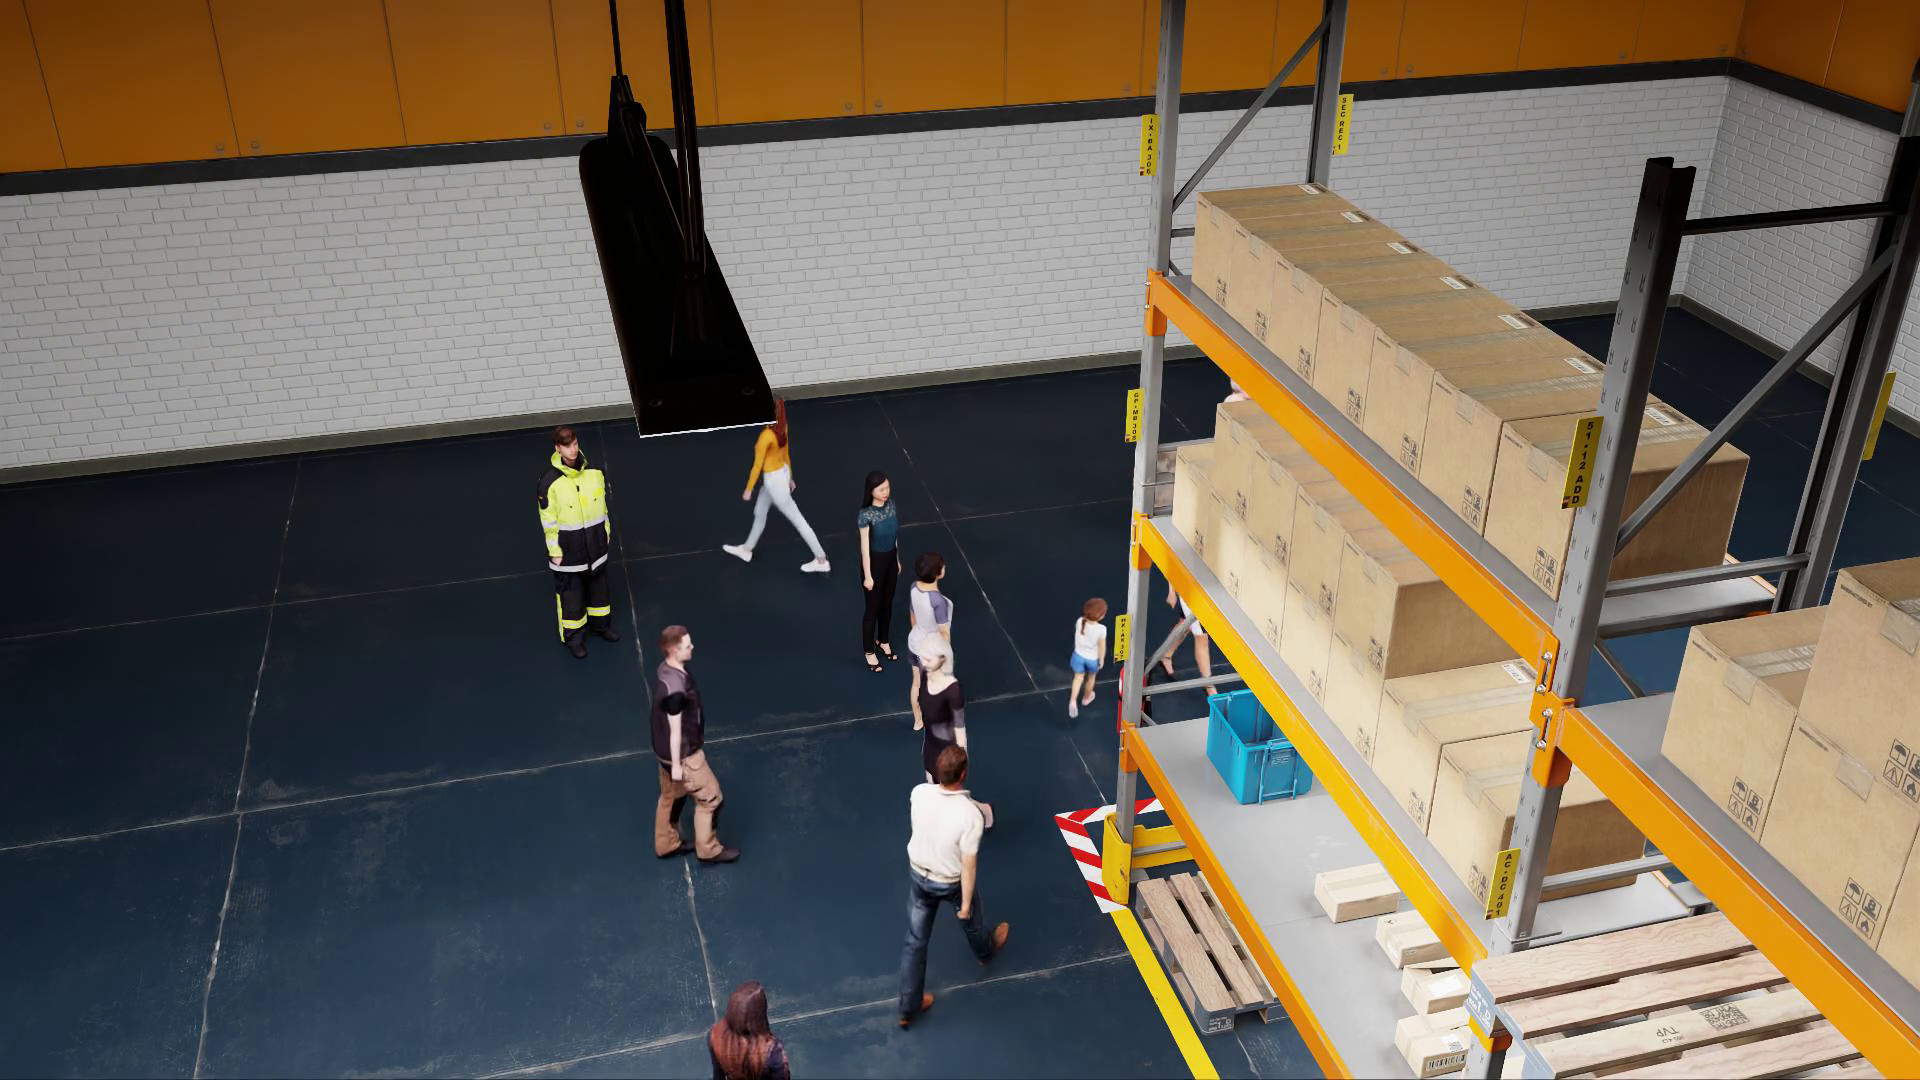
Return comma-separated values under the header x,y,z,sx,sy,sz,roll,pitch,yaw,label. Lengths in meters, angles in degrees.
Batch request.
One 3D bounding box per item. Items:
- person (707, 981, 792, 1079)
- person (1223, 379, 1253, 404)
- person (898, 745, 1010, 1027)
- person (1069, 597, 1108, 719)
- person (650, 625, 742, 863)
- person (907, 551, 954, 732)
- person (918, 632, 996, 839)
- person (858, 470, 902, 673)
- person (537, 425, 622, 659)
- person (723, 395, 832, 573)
x,y,z,sx,sy,sz,roll,pitch,yaw,label
-1.049,2.900,8.434,0.872,1.596,0.944,14,32,24,person
2.386,-0.625,14.613,0.797,1.867,0.632,0,29,-1,person
-0.181,2.065,9.746,1.205,1.805,1.239,16,33,27,person
0.952,0.898,12.727,0.647,1.001,0.724,13,31,22,person
-1.945,1.392,10.970,0.732,1.816,0.701,-7,29,-12,person
-0.225,0.777,12.360,0.695,1.565,0.579,-20,34,-32,person
-0.033,1.374,11.006,0.859,1.812,0.865,-19,34,-31,person
-0.638,0.227,13.189,0.670,1.736,0.636,20,34,32,person
-3.073,-0.022,13.387,0.866,1.982,0.874,24,37,37,person
-1.497,-0.423,14.433,1.081,1.684,1.240,8,30,15,person
